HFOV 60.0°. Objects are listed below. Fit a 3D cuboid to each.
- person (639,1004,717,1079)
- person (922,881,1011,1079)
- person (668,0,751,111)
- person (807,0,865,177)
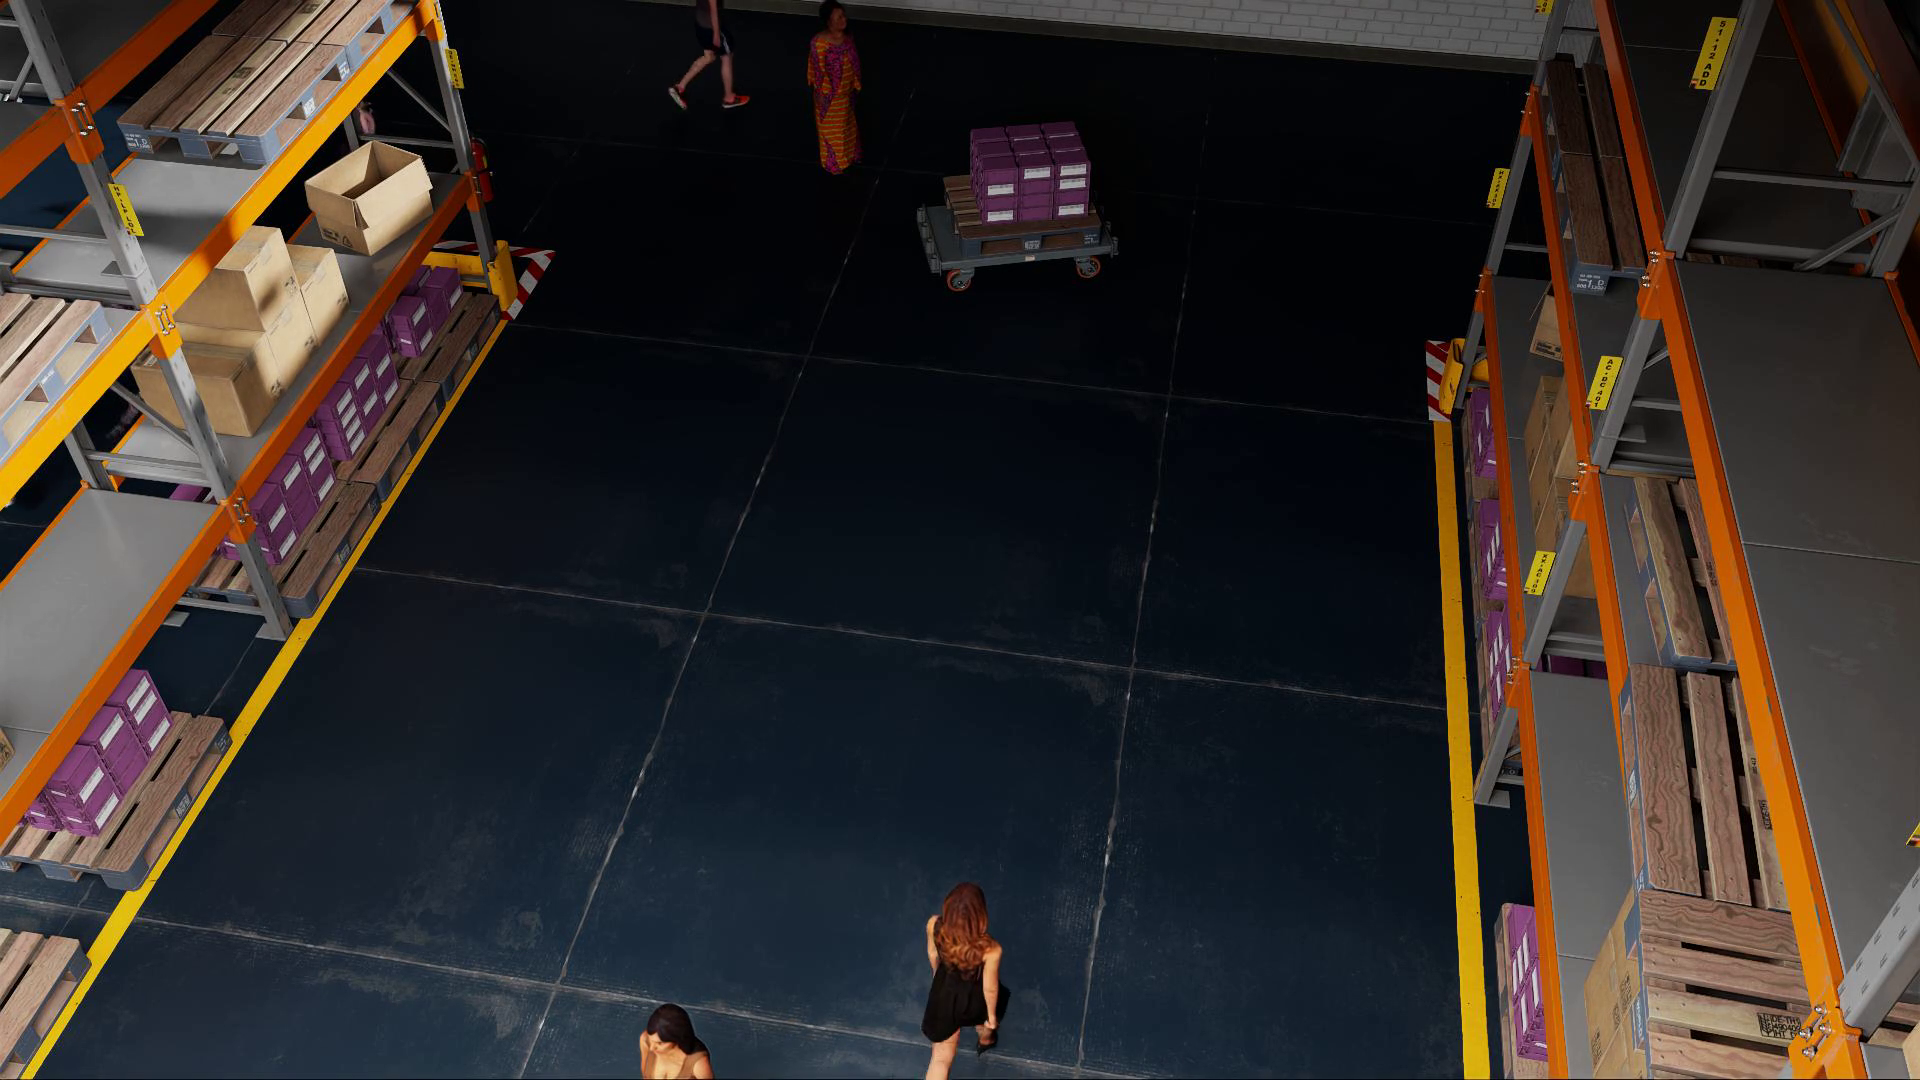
[{"bbox_3d":[-1.331,2.744,8.084,0.623,1.690,0.598,19,47,19],"label":"person"},{"bbox_3d":[-0.033,2.399,8.367,0.743,1.799,1.195,16,46,16],"label":"person"},{"bbox_3d":[-2.497,-4.972,16.079,1.098,1.833,1.088,-21,47,-20],"label":"person"},{"bbox_3d":[-1.129,-4.218,15.398,0.836,1.682,0.756,32,52,29],"label":"person"}]
